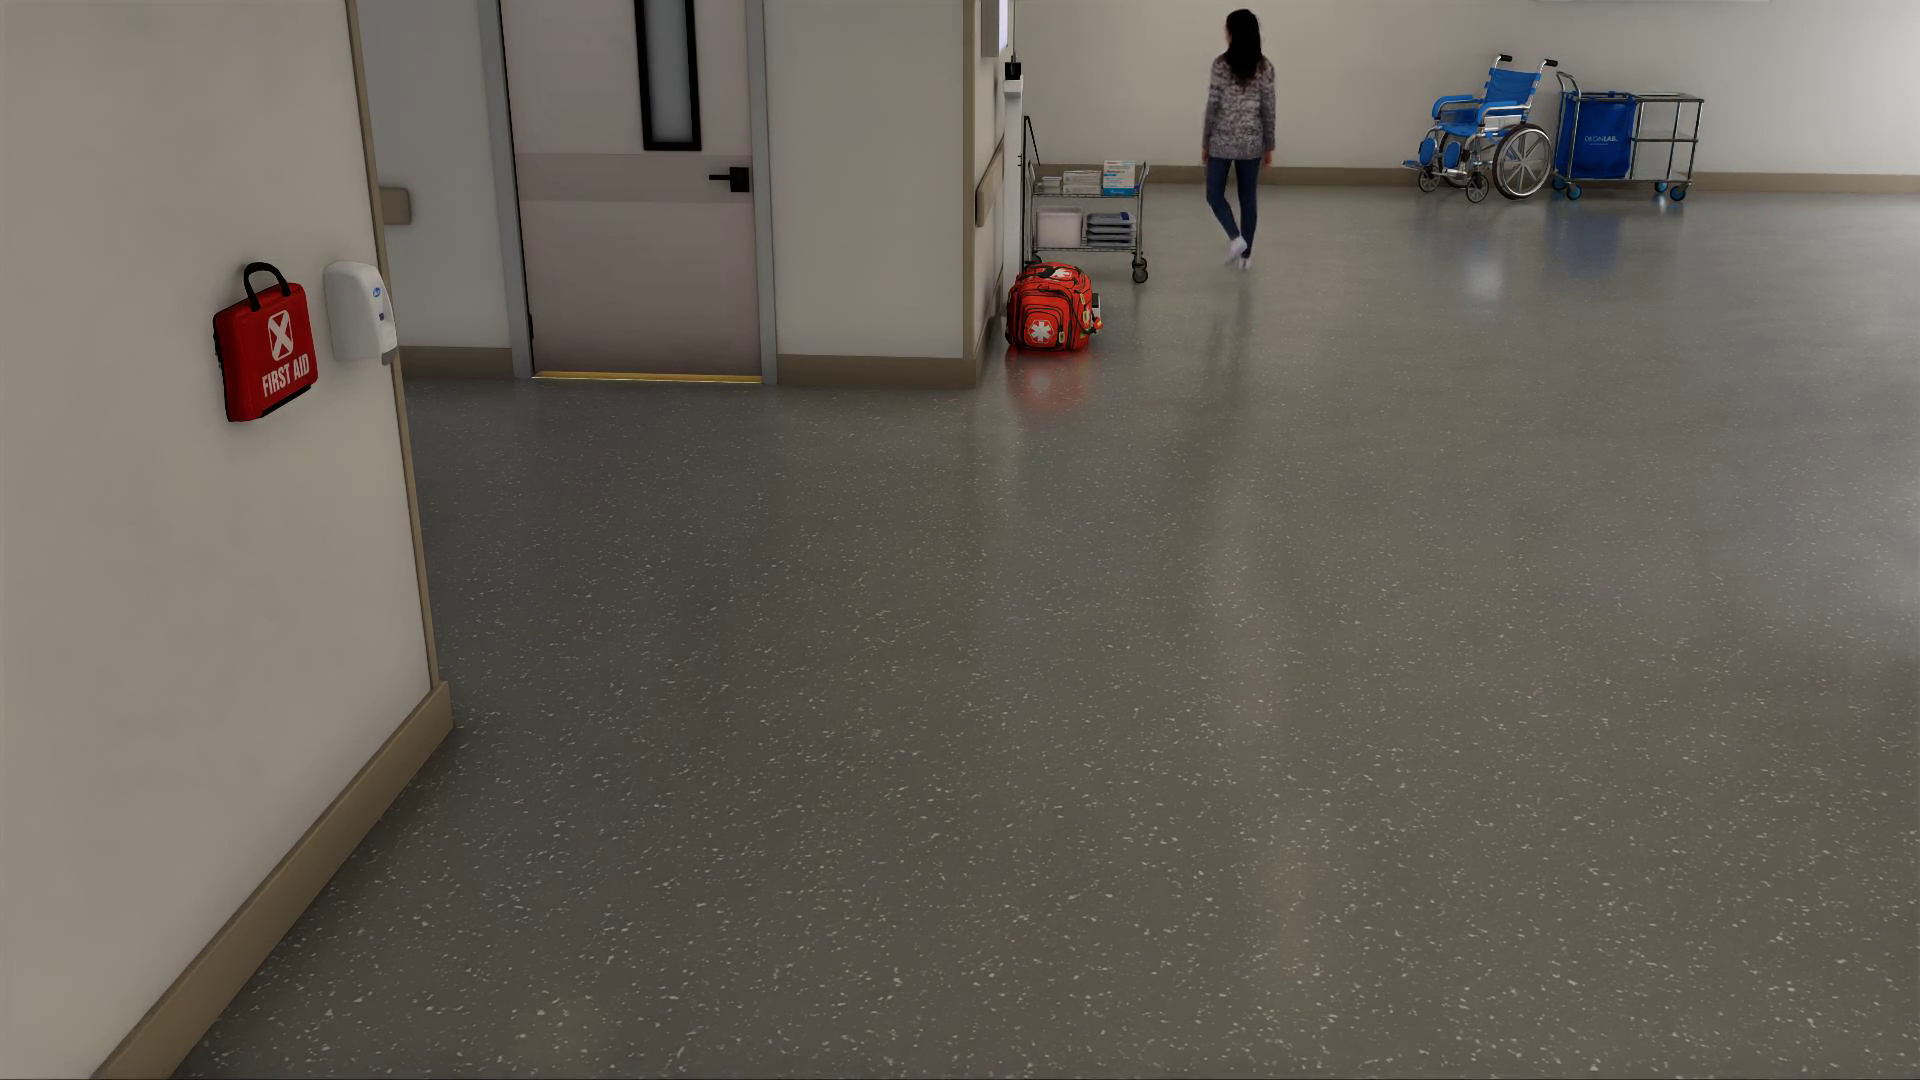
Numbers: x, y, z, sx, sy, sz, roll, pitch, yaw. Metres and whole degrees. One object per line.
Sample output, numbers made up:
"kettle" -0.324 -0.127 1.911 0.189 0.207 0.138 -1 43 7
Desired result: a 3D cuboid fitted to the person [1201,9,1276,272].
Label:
"person" 1.827 -2.603 11.019 0.740 1.717 0.934 0 21 0
